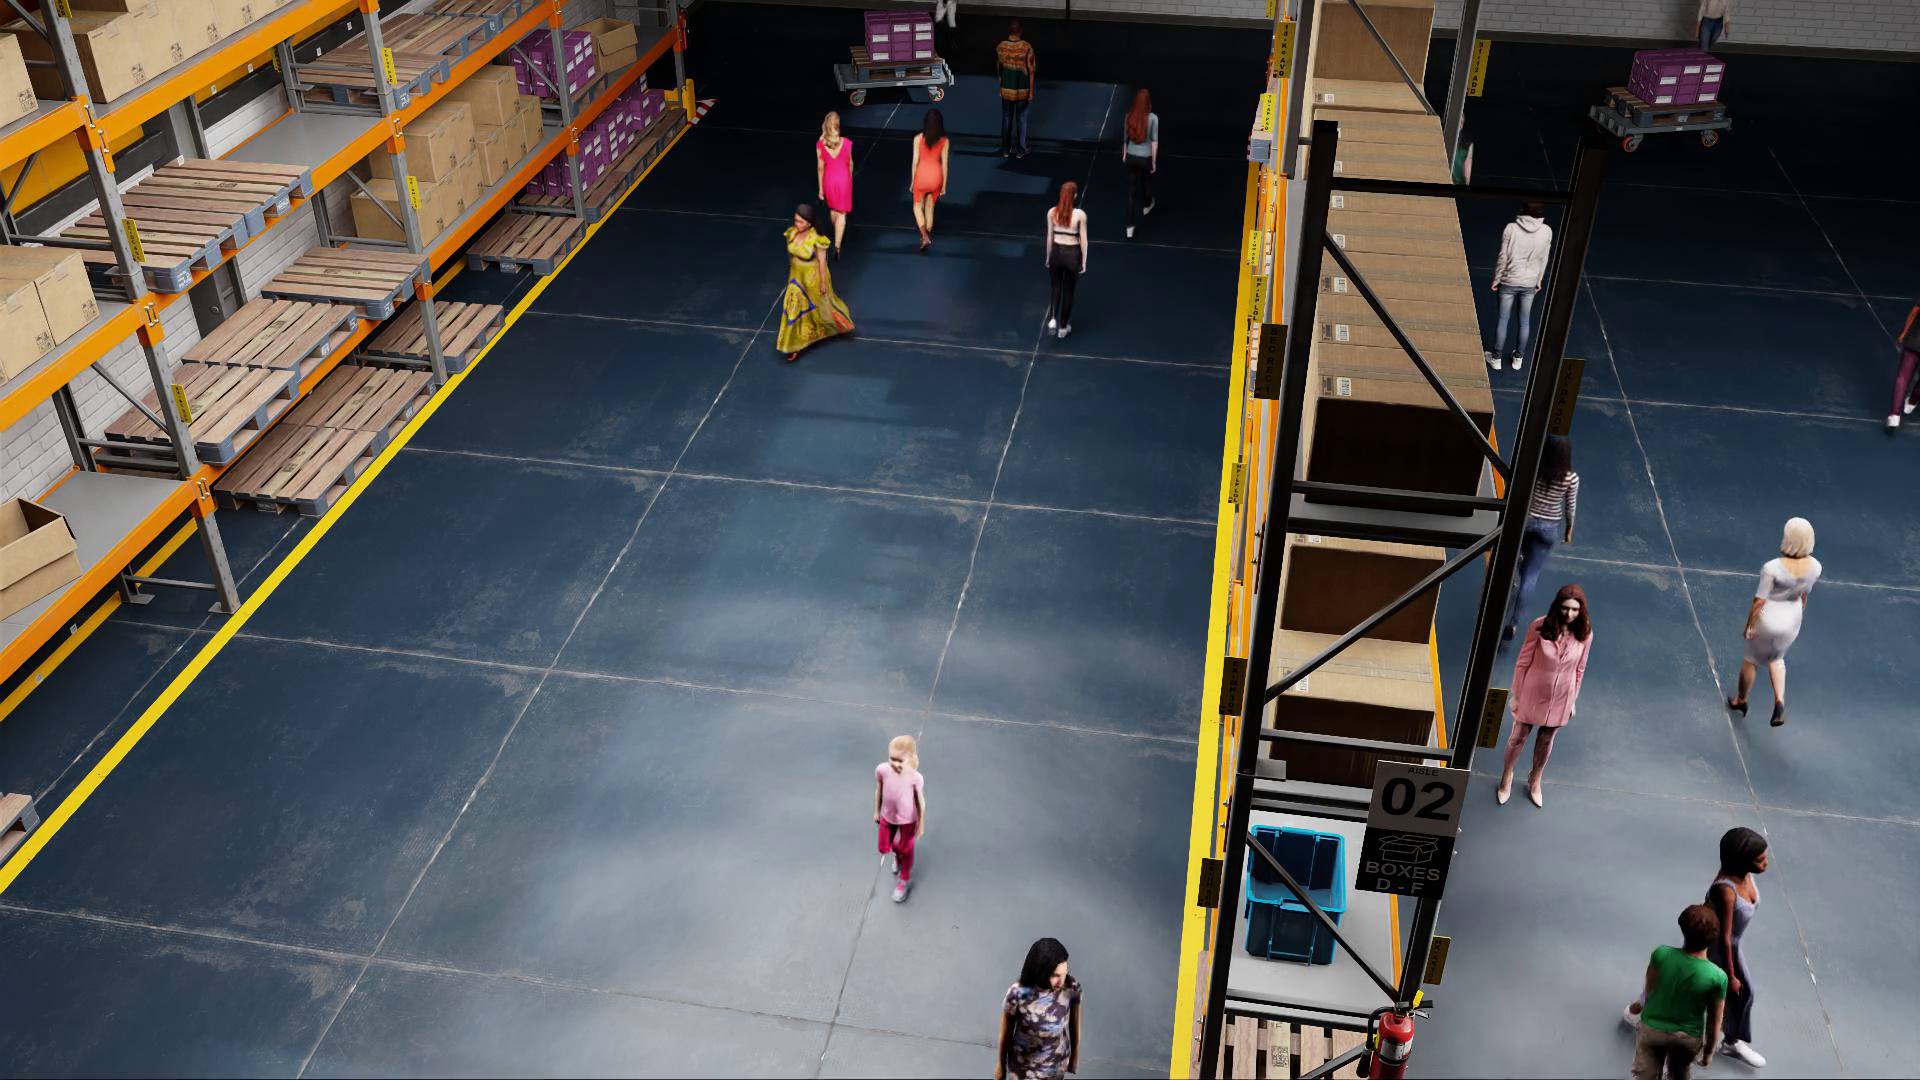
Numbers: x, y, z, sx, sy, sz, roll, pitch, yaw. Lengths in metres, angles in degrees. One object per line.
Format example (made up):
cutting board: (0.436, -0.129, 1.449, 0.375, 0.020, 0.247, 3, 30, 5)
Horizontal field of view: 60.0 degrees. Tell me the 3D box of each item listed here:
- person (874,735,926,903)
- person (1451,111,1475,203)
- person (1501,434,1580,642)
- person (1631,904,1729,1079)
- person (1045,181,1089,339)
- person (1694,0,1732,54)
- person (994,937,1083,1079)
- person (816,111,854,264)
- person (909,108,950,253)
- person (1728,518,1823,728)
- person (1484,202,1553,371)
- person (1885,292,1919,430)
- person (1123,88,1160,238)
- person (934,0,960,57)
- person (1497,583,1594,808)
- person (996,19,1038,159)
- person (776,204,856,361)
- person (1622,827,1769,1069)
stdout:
person: (-0.372, 1.740, 10.747, 0.544, 1.265, 0.640, 10, 35, 15)
person: (5.496, -4.046, 18.954, 0.728, 1.816, 0.951, 3, 34, 4)
person: (4.465, 0.009, 12.918, 0.841, 1.745, 1.212, 15, 37, 22)
person: (3.797, 2.719, 8.968, 0.808, 1.604, 1.165, 19, 38, 26)
person: (1.061, -2.851, 17.232, 0.654, 1.733, 0.816, 10, 35, 15)
person: (10.892, -7.466, 24.211, 0.773, 1.693, 1.169, -2, 34, -2)
person: (0.408, 2.724, 8.877, 0.935, 1.696, 1.199, -8, 34, -11)
person: (-1.404, -3.988, 18.986, 0.578, 1.684, 1.002, 4, 34, 6)
person: (-0.339, -4.071, 19.097, 0.762, 1.699, 0.877, -8, 34, -11)
person: (5.903, 0.653, 11.959, 0.651, 1.734, 0.838, 0, 34, 0)
person: (5.620, -2.598, 16.743, 0.704, 1.853, 0.630, 1, 34, 1)
person: (9.133, -1.862, 15.716, 0.794, 1.763, 1.145, 14, 36, 20)
person: (2.088, -4.407, 19.607, 0.716, 1.695, 1.151, 11, 35, 16)
person: (-0.084, -8.207, 25.300, 0.721, 1.720, 0.618, 15, 36, 21)
person: (3.976, 1.048, 11.301, 0.608, 1.803, 0.513, 5, 34, 7)
person: (0.723, -5.914, 21.772, 0.727, 1.808, 0.695, 10, 35, 15)
person: (-1.500, -2.701, 17.108, 1.010, 1.620, 1.407, 15, 36, 21)
person: (4.237, 2.311, 9.529, 0.973, 1.663, 1.015, 27, 42, 34)
